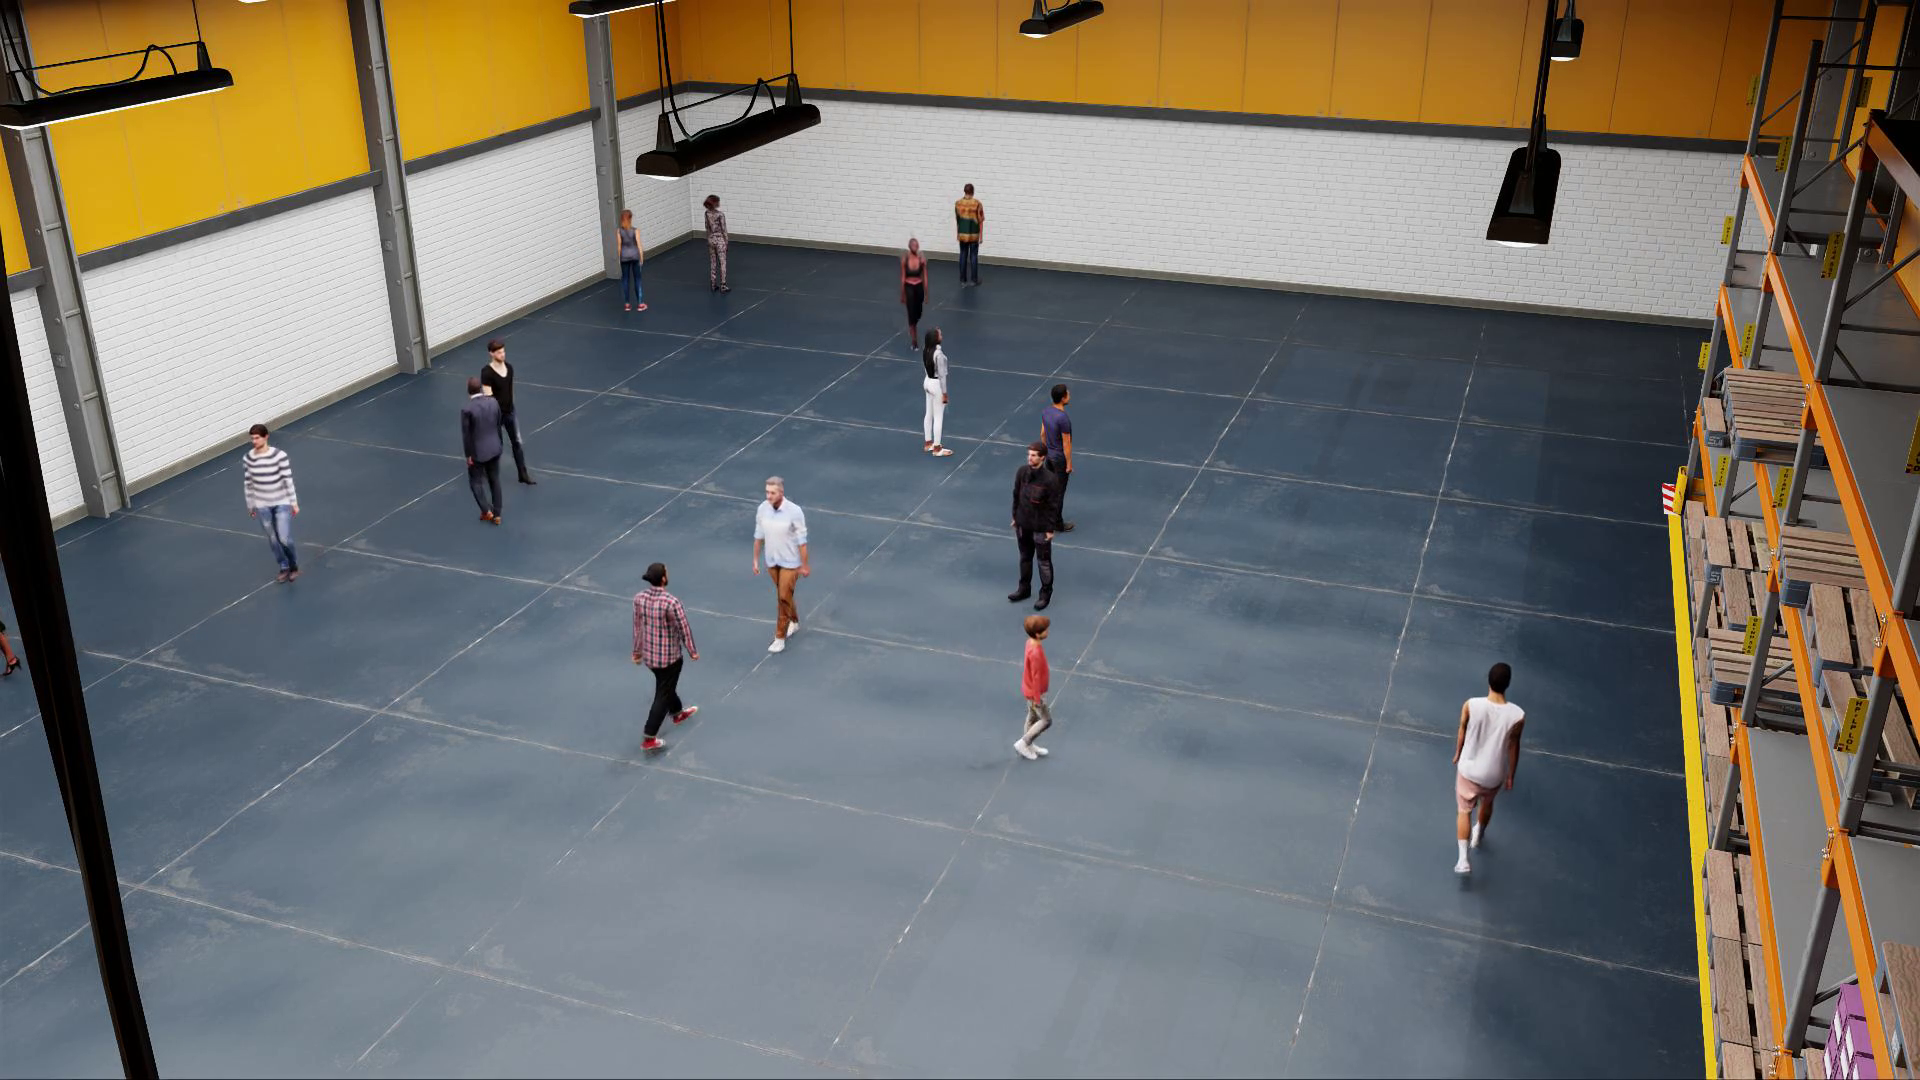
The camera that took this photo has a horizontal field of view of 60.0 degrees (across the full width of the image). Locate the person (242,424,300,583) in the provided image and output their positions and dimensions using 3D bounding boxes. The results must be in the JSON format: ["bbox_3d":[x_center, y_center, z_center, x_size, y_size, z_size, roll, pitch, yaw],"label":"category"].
[{"bbox_3d":[-7.485,-0.425,18.212,0.782,1.837,0.797,0,24,0],"label":"person"}]

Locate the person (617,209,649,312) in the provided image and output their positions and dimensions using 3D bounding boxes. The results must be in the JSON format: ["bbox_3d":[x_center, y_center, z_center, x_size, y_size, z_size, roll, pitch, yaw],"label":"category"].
[{"bbox_3d":[-5.602,-4.757,28.262,0.629,1.725,0.621,1,24,2],"label":"person"}]

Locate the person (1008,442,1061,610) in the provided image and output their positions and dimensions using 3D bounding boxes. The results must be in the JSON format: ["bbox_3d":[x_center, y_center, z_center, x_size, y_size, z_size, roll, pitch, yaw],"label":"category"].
[{"bbox_3d":[0.803,-0.176,17.642,0.786,1.837,0.702,18,30,36],"label":"person"}]

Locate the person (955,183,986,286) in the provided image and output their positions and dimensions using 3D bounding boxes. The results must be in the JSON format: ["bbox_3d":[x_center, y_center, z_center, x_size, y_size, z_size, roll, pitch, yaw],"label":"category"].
[{"bbox_3d":[0.159,-5.491,29.840,0.704,1.806,0.660,7,24,15],"label":"person"}]

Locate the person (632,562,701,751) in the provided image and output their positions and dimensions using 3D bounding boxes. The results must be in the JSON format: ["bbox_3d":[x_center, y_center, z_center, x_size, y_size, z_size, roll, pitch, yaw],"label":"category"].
[{"bbox_3d":[-2.715,1.062,14.934,0.868,1.739,1.173,13,27,27],"label":"person"}]

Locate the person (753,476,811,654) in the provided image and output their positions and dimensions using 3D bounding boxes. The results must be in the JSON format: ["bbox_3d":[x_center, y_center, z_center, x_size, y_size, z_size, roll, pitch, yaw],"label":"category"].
[{"bbox_3d":[-1.753,0.176,16.885,0.790,1.800,1.003,12,26,25],"label":"person"}]

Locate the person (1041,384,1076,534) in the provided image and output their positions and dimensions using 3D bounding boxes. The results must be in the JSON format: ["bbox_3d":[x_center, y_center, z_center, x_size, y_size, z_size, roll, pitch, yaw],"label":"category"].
[{"bbox_3d":[1.131,-0.976,19.529,0.726,1.792,0.718,-16,28,-32],"label":"person"}]

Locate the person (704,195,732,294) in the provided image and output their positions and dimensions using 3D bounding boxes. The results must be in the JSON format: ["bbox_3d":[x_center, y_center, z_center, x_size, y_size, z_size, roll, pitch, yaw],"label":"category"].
[{"bbox_3d":[-4.302,-5.244,29.391,0.596,1.714,0.557,12,26,25],"label":"person"}]

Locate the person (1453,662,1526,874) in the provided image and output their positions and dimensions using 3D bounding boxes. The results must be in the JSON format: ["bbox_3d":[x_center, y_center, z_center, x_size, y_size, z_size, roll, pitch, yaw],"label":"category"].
[{"bbox_3d":[4.110,1.836,13.141,0.691,1.757,1.111,6,24,13],"label":"person"}]

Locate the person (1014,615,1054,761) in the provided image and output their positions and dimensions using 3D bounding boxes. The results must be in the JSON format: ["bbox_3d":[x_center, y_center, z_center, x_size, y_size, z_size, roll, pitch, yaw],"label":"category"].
[{"bbox_3d":[0.599,1.319,14.755,0.690,1.410,0.609,-2,24,-5],"label":"person"}]

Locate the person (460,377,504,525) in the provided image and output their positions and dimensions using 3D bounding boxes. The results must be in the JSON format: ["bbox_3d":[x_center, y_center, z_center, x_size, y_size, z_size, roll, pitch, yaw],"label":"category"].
[{"bbox_3d":[-5.571,-1.018,19.607,0.739,1.808,0.869,-20,31,-38],"label":"person"}]

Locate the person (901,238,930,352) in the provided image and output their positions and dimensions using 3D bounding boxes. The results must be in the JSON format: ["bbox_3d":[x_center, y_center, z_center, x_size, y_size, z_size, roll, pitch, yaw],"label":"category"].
[{"bbox_3d":[-0.742,-3.935,26.380,0.980,1.726,1.212,-5,24,-11],"label":"person"}]

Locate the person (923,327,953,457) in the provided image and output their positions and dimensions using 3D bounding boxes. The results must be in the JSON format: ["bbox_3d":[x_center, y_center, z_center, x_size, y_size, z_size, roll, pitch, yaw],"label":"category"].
[{"bbox_3d":[-0.326,-1.974,21.898,0.718,1.724,0.669,-12,26,-26],"label":"person"}]

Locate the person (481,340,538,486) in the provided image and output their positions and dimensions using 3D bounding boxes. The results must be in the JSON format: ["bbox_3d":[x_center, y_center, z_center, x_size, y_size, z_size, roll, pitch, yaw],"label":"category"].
[{"bbox_3d":[-5.847,-1.607,20.894,0.987,1.855,1.245,16,29,33],"label":"person"}]
